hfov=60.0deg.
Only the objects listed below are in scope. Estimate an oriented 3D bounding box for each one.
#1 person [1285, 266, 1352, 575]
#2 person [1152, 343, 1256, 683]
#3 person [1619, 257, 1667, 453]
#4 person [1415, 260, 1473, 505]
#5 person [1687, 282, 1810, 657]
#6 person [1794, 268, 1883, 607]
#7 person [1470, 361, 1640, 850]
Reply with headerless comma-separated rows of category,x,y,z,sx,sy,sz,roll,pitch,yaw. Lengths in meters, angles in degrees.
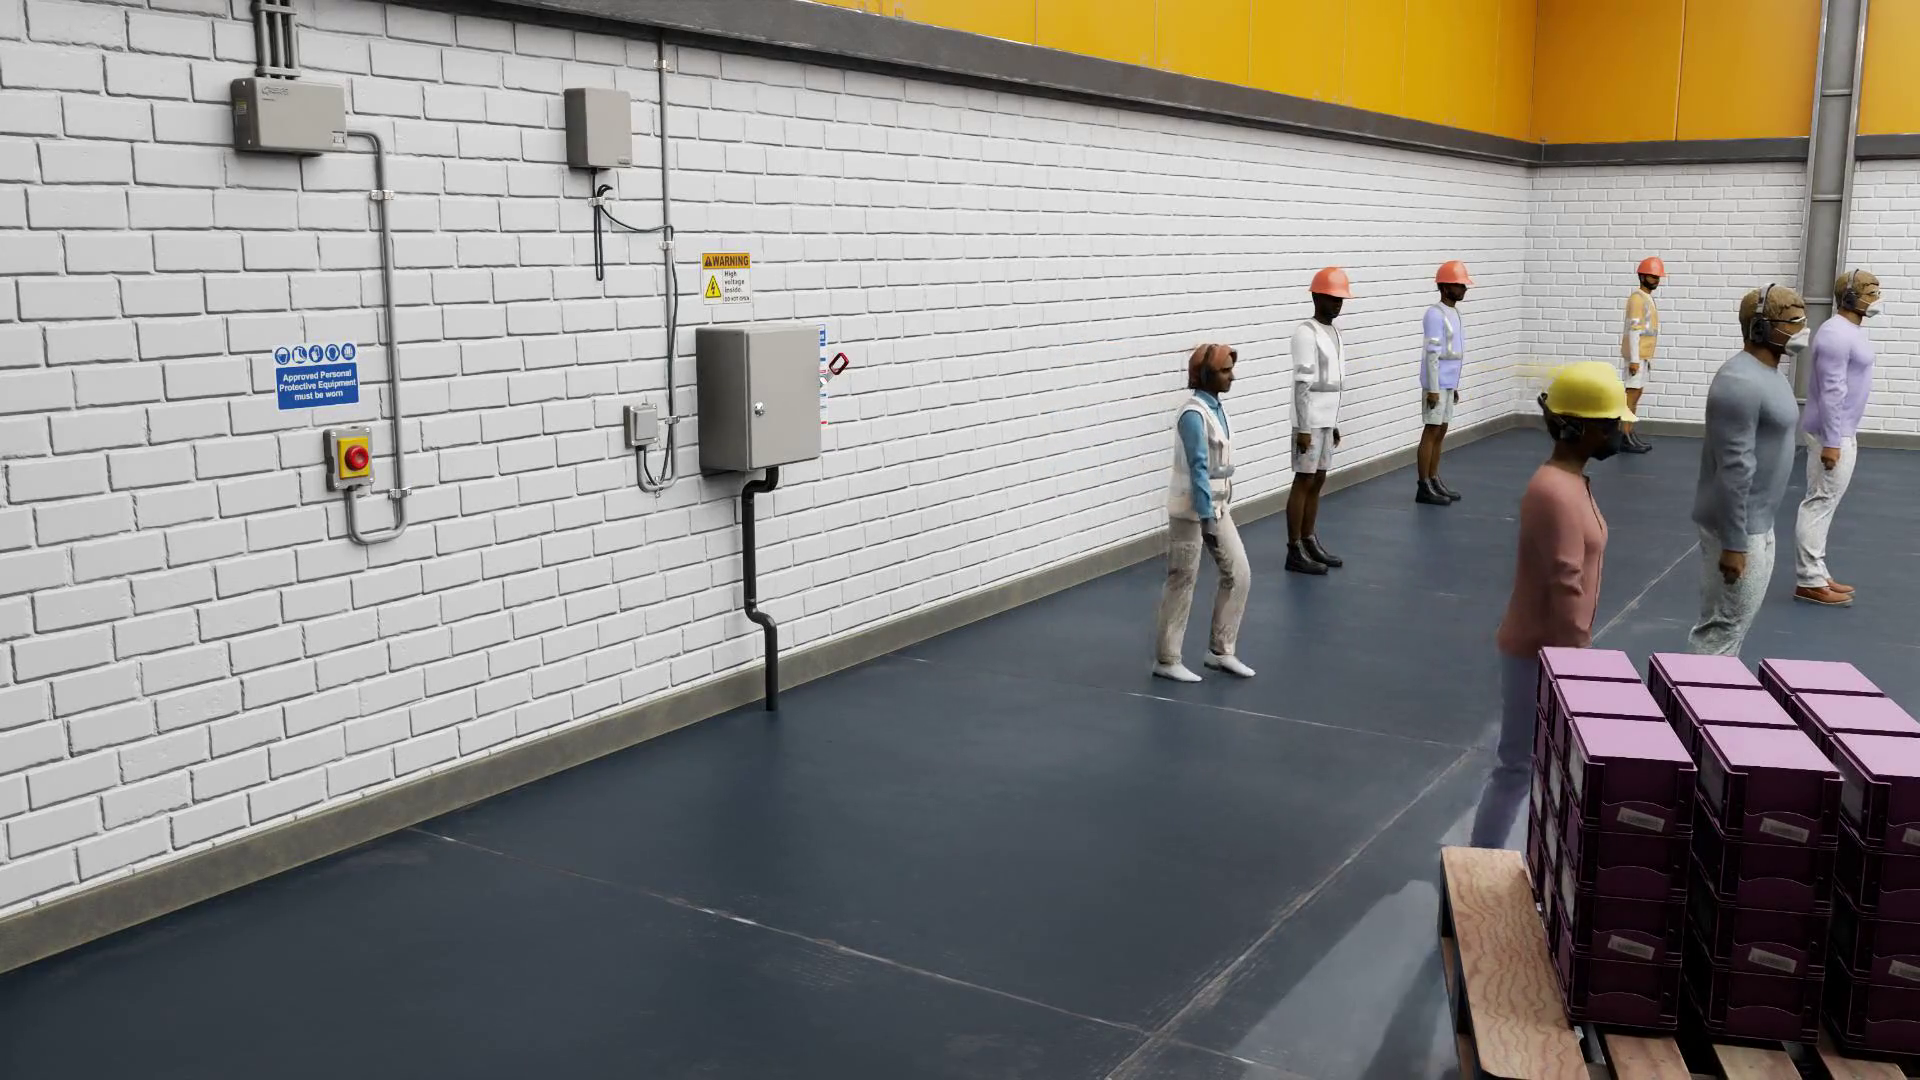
person,2.289,-0.758,10.564,0.375,1.934,0.547,7,12,34
person,1.191,-0.109,7.851,0.591,1.620,0.527,6,12,29
person,6.777,-1.836,16.535,0.375,1.934,0.547,7,12,34
person,3.881,-1.256,13.312,0.377,1.938,0.547,7,12,34
person,3.074,-0.031,6.522,0.377,1.940,0.629,7,12,34
person,5.087,-0.596,9.655,0.377,1.940,0.629,7,12,34
person,1.836,0.346,4.984,0.622,1.748,0.538,6,12,29
